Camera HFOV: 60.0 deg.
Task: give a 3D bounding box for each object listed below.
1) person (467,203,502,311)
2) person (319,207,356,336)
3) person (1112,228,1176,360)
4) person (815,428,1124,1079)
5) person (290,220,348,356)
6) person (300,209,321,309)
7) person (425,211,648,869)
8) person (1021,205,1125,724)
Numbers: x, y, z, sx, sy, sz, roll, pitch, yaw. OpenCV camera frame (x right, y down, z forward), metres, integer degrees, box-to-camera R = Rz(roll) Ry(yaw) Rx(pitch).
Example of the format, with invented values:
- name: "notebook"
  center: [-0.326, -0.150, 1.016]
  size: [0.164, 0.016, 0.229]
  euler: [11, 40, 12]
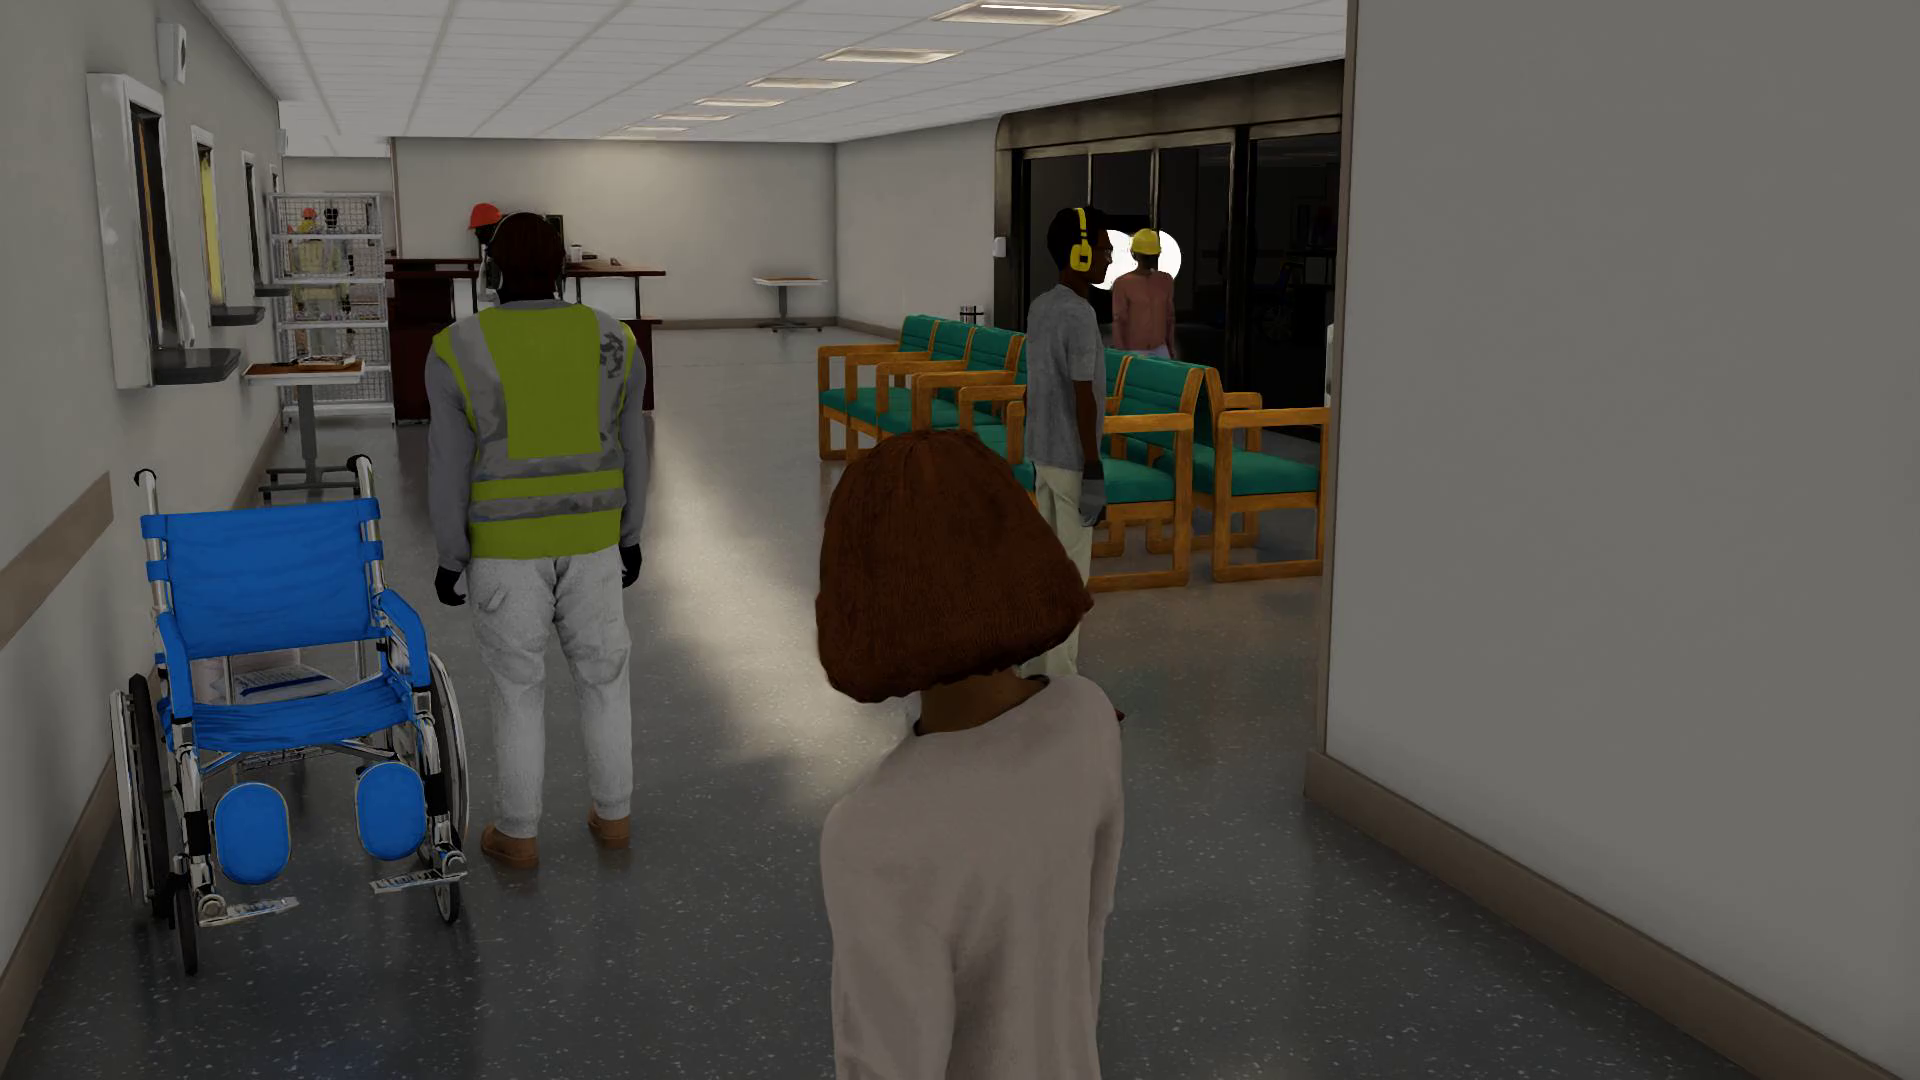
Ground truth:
- name: "person"
  center: [-3.744, -1.732, 13.420]
  size: [0.375, 1.930, 0.542]
  euler: [-2, 11, -9]
- name: "person"
  center: [-9.612, -4.117, 25.562]
  size: [0.614, 1.963, 0.362]
  euler: [-3, 12, -16]
- name: "person"
  center: [1.344, -1.371, 12.025]
  size: [0.540, 1.744, 0.368]
  euler: [-5, 12, -24]
- name: "person"
  center: [0.004, 0.696, 1.718]
  size: [0.279, 1.633, 0.497]
  euler: [6, 13, 29]
- name: "person"
  center: [-7.558, -2.876, 19.645]
  size: [0.637, 1.791, 0.432]
  euler: [1, 11, 3]
- name: "person"
  center: [-12.713, -5.524, 32.712]
  size: [0.619, 1.990, 0.395]
  euler: [4, 12, 18]
- name: "person"
  center: [-1.188, 0.009, 4.710]
  size: [0.621, 1.845, 0.429]
  euler: [-6, 13, -30]
- name: "person"
  center: [0.393, -0.258, 6.027]
  size: [0.309, 1.863, 0.534]
  euler: [-4, 12, -19]
